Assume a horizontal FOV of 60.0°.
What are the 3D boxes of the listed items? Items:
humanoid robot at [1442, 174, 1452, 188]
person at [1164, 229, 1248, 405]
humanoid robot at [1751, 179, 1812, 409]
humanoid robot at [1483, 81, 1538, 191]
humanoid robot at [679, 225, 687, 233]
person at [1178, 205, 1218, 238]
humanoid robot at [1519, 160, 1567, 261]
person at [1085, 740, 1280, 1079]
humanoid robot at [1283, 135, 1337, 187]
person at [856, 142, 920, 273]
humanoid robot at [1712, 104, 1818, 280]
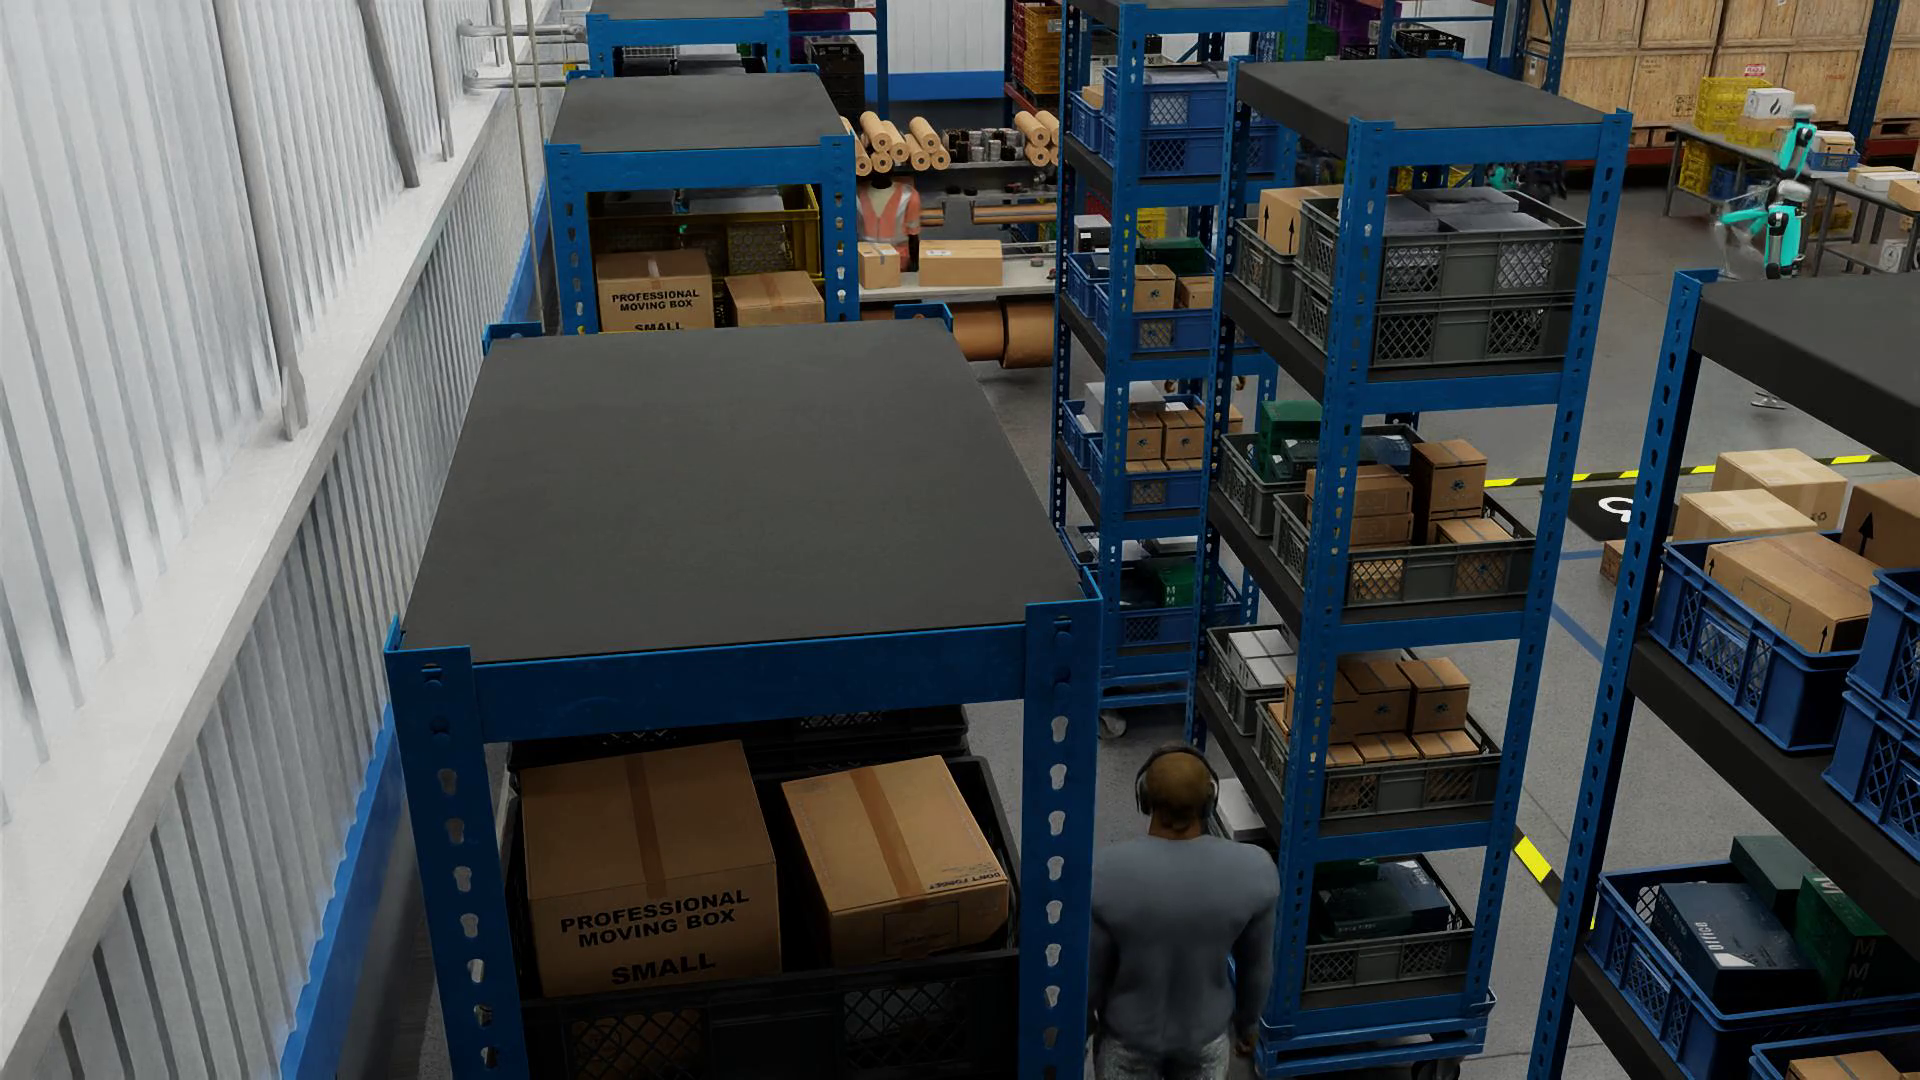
[{"bbox_3d":[5.390,-4.679,18.837,0.736,1.637,0.601,8,26,16],"label":"humanoid robot"},{"bbox_3d":[1.609,-1.112,10.821,0.594,1.852,0.366,-4,25,-10],"label":"person"},{"bbox_3d":[6.217,-1.775,12.234,0.735,1.681,0.533,17,30,33],"label":"humanoid robot"},{"bbox_3d":[5.494,-3.634,16.473,0.661,1.829,0.539,-17,30,-33],"label":"humanoid robot"},{"bbox_3d":[-2.249,-1.881,12.666,0.551,1.822,0.695,14,28,27],"label":"humanoid robot"},{"bbox_3d":[2.256,-3.383,15.783,0.429,1.842,0.632,-22,32,-39],"label":"person"},{"bbox_3d":[5.650,-3.482,16.184,0.590,1.633,0.389,-14,28,-29],"label":"humanoid robot"},{"bbox_3d":[0.627,1.477,5.092,0.634,1.936,0.351,-1,25,-3],"label":"person"},{"bbox_3d":[3.090,-2.828,14.767,0.584,1.646,0.535,-8,26,-16],"label":"humanoid robot"},{"bbox_3d":[-0.605,-2.137,12.924,0.597,1.958,0.365,4,25,9],"label":"person"},{"bbox_3d":[7.414,-3.175,15.443,1.018,1.734,0.549,10,26,20],"label":"humanoid robot"}]
